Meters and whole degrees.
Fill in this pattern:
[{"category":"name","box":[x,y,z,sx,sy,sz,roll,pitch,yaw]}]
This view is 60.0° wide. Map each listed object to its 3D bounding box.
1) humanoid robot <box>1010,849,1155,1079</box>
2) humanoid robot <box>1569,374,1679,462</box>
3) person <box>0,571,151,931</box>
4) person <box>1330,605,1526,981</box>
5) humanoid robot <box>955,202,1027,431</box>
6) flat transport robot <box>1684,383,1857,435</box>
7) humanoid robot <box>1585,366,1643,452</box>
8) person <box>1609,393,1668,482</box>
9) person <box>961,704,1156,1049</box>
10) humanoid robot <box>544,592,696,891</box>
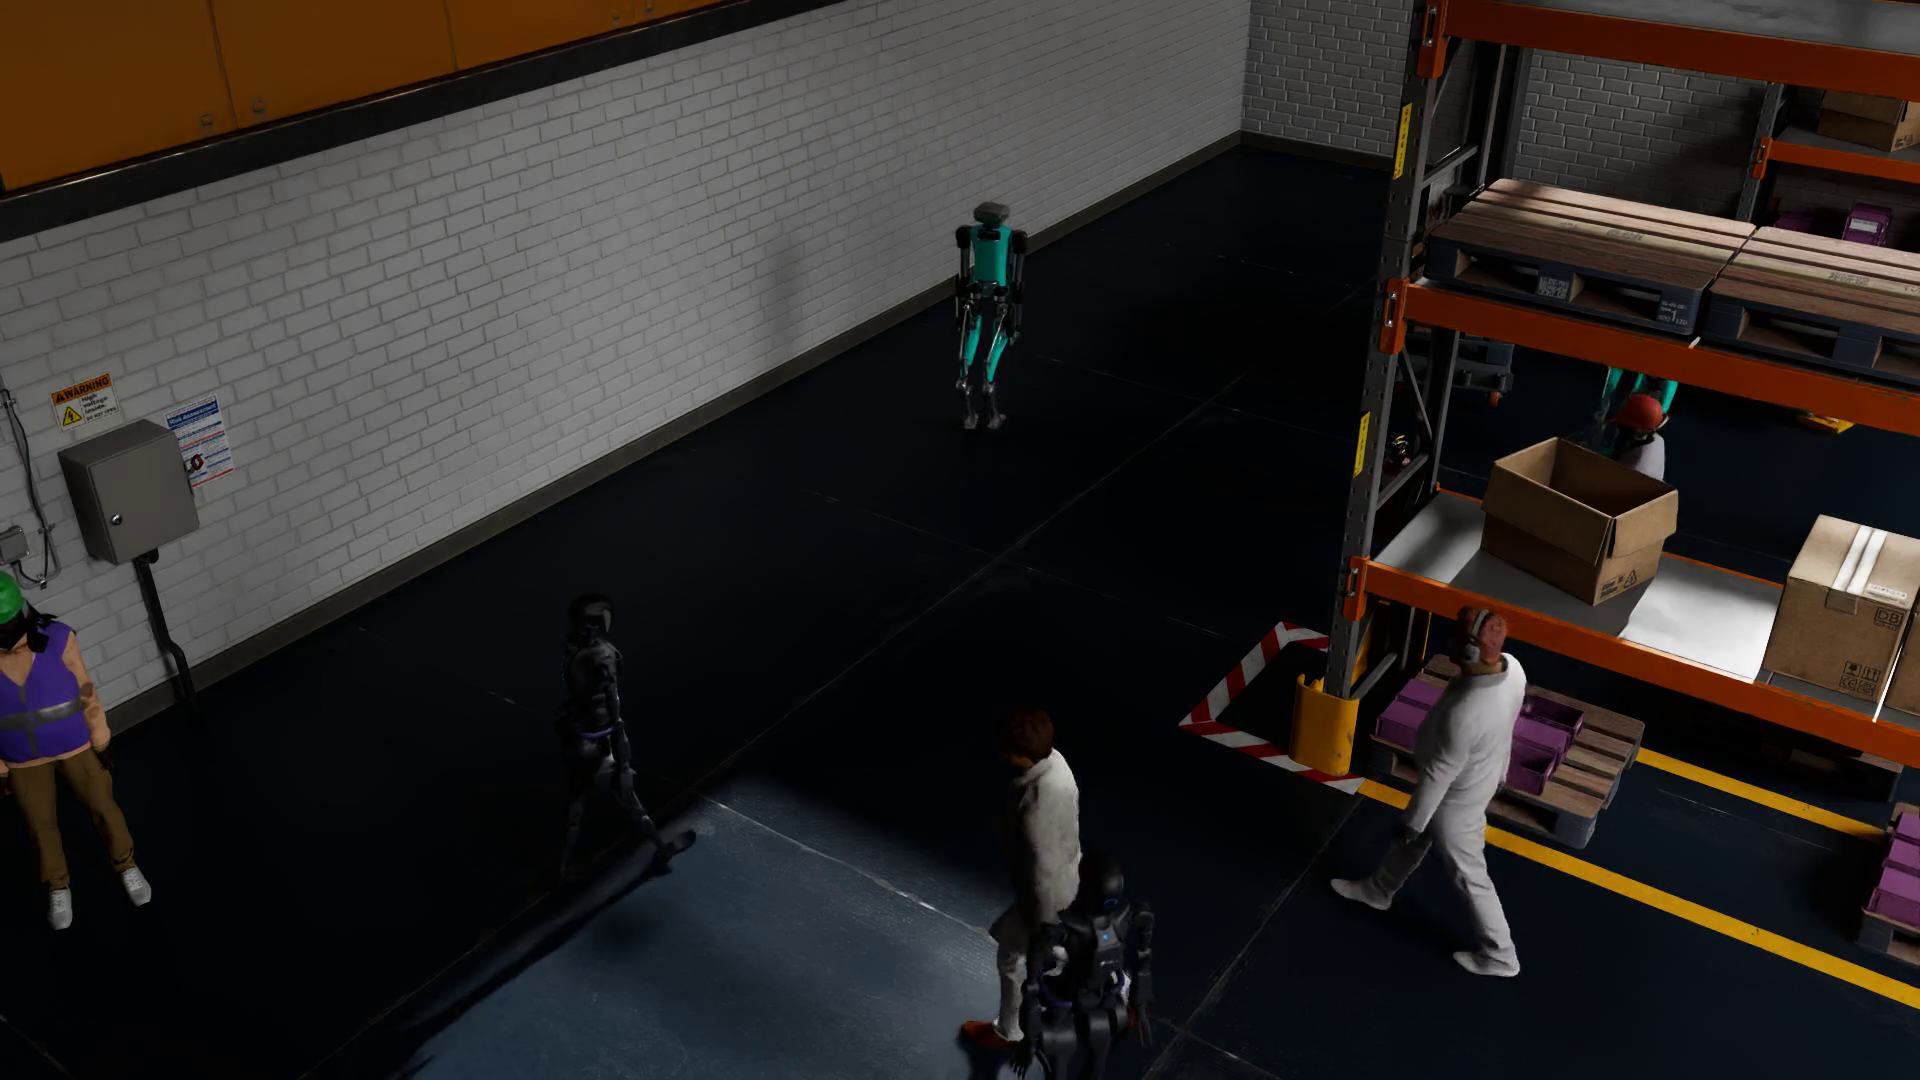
[{"category":"humanoid robot","box":[0.461,1.831,6.466,0.585,1.644,0.371,-12,32,-19]},{"category":"humanoid robot","box":[4.128,-0.658,10.751,0.906,1.760,0.571,18,35,29]},{"category":"person","box":[-4.243,0.955,7.734,0.535,1.923,0.443,-15,33,-24]},{"category":"person","box":[2.235,1.122,7.504,0.982,1.858,0.659,19,35,29]},{"category":"humanoid robot","box":[0.164,-1.570,12.205,0.531,1.706,0.698,8,31,14]},{"category":"flat transport robot","box":[6.418,-1.230,13.173,0.659,0.231,1.431,-22,37,-33]},{"category":"humanoid robot","box":[4.766,-1.259,11.810,0.536,1.858,0.696,19,35,30]},{"category":"person","box":[3.929,-0.072,9.715,0.851,1.713,0.559,20,36,31]},{"category":"person","box":[0.432,1.457,6.993,0.767,1.800,0.545,5,30,9]},{"category":"humanoid robot","box":[-1.730,0.947,8.024,0.756,1.624,0.590,-20,35,-31]}]
